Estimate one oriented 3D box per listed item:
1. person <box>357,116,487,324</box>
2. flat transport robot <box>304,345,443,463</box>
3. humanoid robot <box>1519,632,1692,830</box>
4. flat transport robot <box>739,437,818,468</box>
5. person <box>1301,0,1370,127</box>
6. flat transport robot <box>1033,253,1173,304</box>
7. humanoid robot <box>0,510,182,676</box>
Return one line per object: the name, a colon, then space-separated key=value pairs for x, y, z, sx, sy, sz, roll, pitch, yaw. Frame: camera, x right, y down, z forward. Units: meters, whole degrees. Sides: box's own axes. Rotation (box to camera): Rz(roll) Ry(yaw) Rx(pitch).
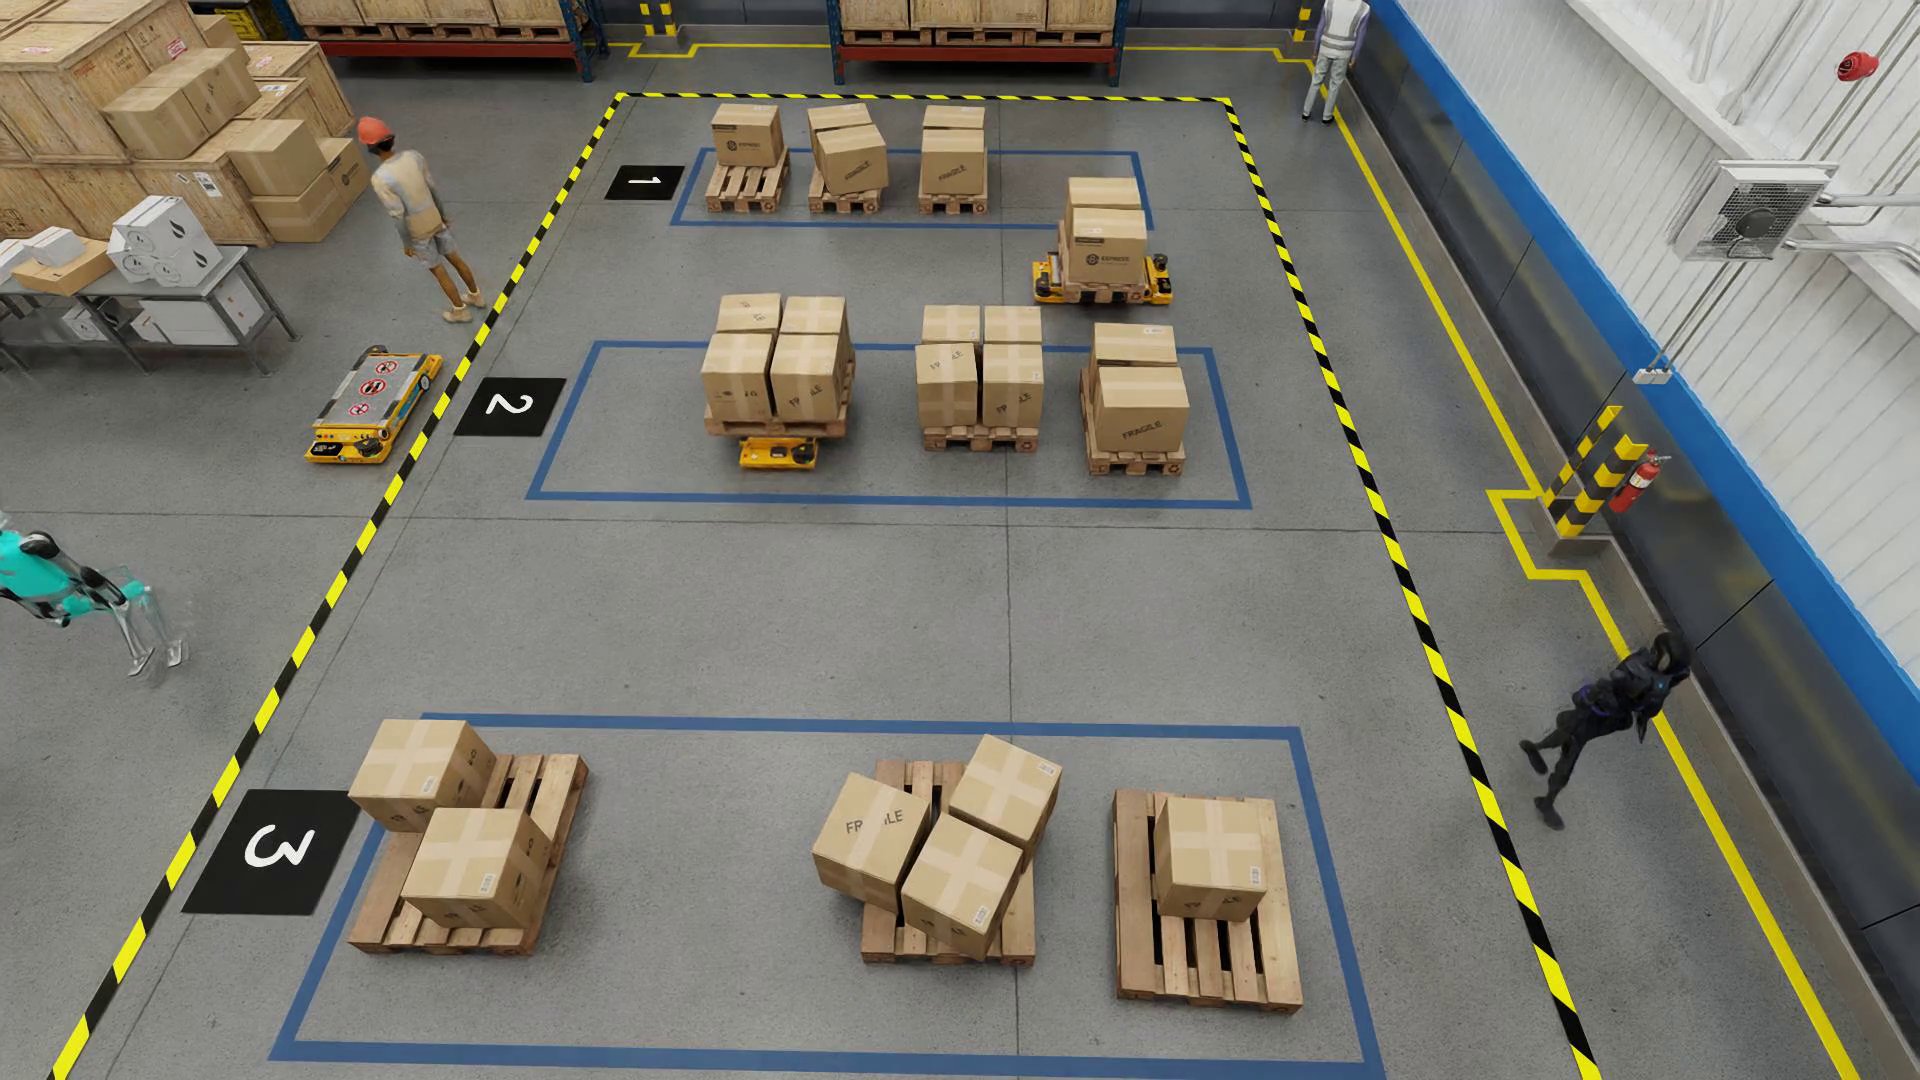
person: x=-5.153 y=-3.006 z=8.750 sx=0.391 sy=2.041 sz=0.612 roll=12 pitch=51 yaw=10
flat transport robot: x=-5.383 y=-1.269 z=8.441 sx=0.659 sy=0.231 sz=1.431 roll=1 pitch=50 yaw=1
humanoid robot: x=3.910 y=1.117 z=5.508 sx=0.589 sy=1.641 sz=0.652 roll=-7 pitch=50 yaw=-6
flat transport robot: x=-1.583 y=-1.227 z=8.387 sx=0.652 sy=0.197 sz=1.431 roll=1 pitch=50 yaw=1
person: x=4.759 y=-6.199 z=11.584 sx=0.589 sy=1.837 sz=0.404 roll=24 pitch=54 yaw=19
flat transport robot: x=1.504 y=-2.782 z=9.703 sx=1.431 sy=0.197 sz=0.652 roll=1 pitch=50 yaw=1
humanoid robot: x=-5.834 y=0.258 z=6.098 sx=0.533 sy=1.677 sz=0.735 roll=-11 pitch=51 yaw=-9
